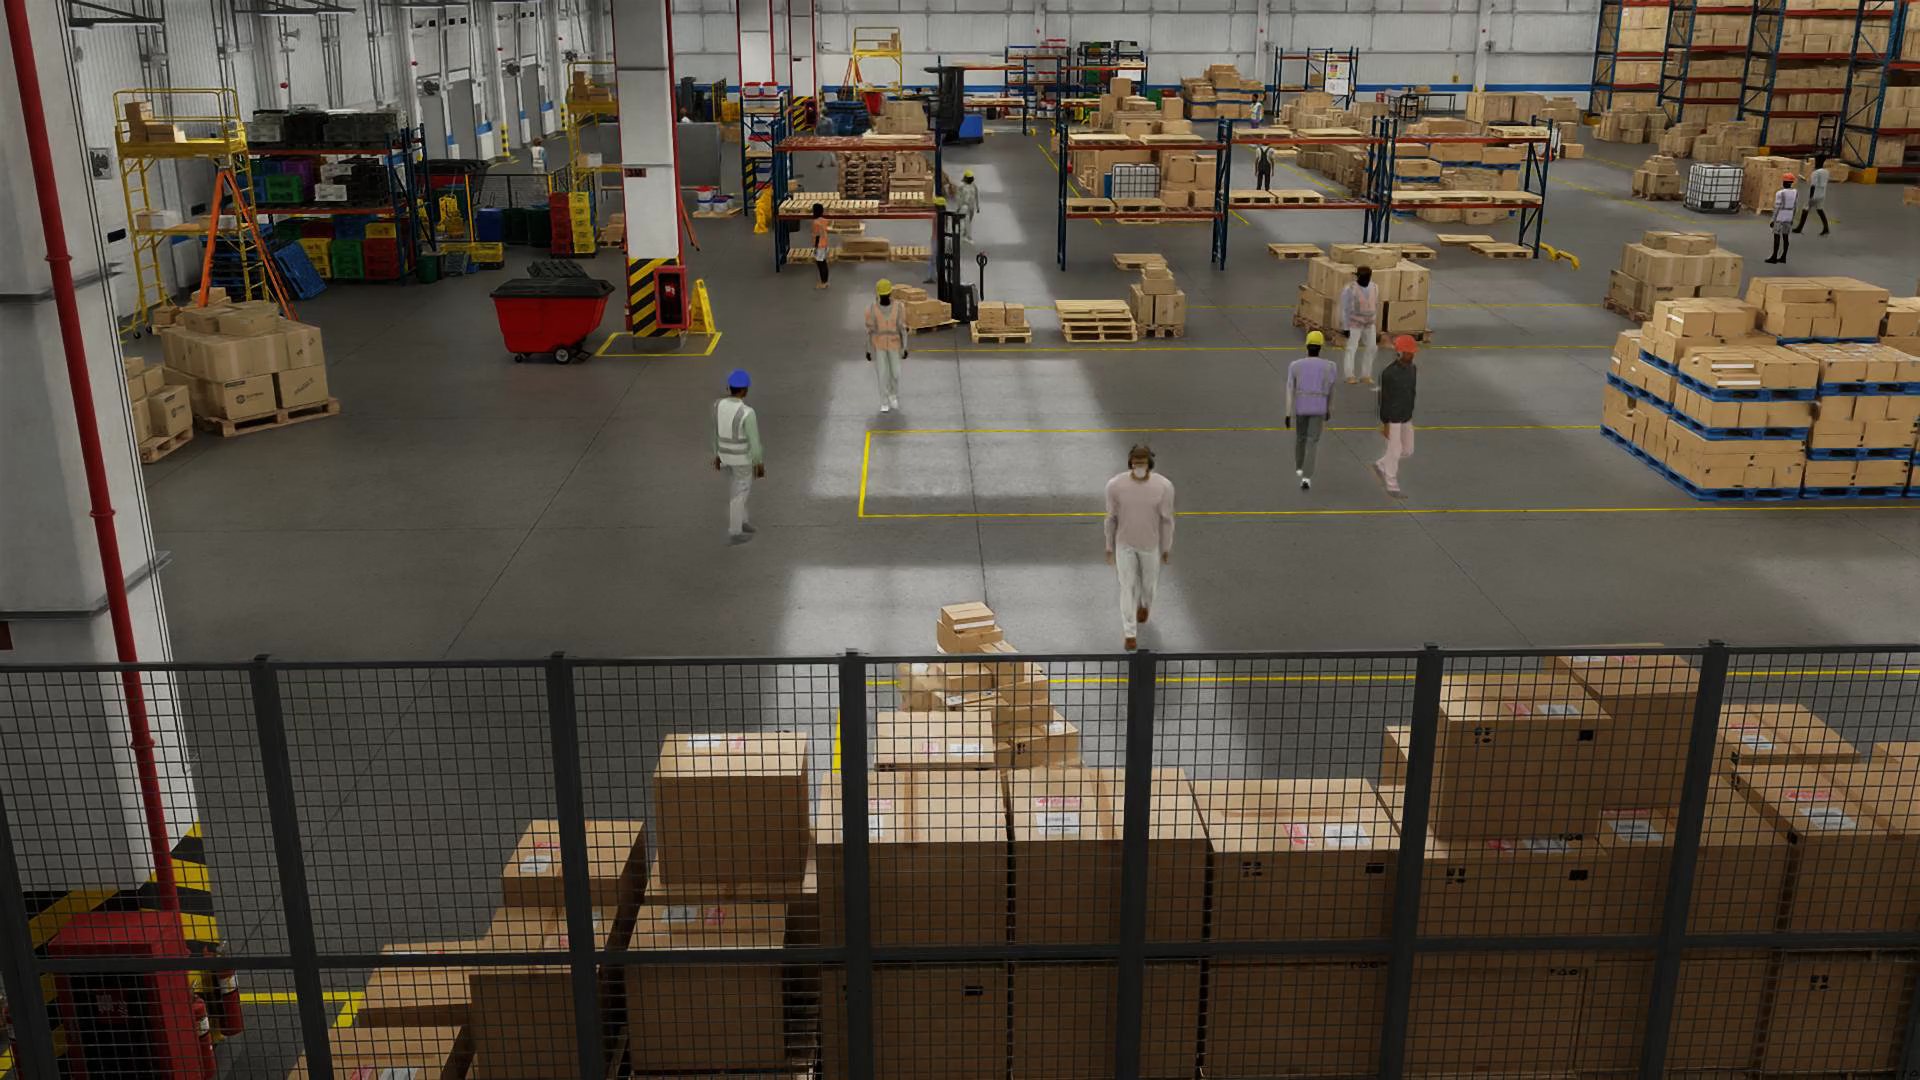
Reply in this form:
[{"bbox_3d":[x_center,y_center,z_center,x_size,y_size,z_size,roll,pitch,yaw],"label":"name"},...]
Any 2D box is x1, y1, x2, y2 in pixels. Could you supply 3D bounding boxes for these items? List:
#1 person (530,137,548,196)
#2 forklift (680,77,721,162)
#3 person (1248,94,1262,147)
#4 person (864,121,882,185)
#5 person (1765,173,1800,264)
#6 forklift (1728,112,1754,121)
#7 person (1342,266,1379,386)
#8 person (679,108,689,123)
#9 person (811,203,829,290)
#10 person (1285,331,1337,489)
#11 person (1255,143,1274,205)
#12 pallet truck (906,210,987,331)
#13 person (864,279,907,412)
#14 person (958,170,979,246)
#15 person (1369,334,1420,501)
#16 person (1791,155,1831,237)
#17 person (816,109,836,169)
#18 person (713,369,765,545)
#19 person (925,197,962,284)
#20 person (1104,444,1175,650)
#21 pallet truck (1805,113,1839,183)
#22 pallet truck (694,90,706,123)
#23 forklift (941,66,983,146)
[{"bbox_3d":[-11.944,-10.583,47.178,0.515,1.641,0.315,9,20,24],"label":"person"},{"bbox_3d":[-8.944,-13.866,55.007,1.873,2.768,1.129,-1,19,-1],"label":"forklift"},{"bbox_3d":[10.869,-15.434,61.161,0.388,1.910,0.590,-6,19,-16],"label":"person"},{"bbox_3d":[-2.610,-11.570,49.735,1.015,1.886,0.649,10,21,28],"label":"person"},{"bbox_3d":[17.774,-6.949,35.938,0.546,1.938,0.361,-5,19,-13],"label":"person"},{"bbox_3d":[28.682,-15.409,59.582,1.873,2.768,1.129,-1,19,-1],"label":"forklift"},{"bbox_3d":[6.065,-3.206,25.011,0.650,1.819,0.638,-7,20,-20],"label":"person"},{"bbox_3d":[-9.068,-13.257,54.740,0.380,1.882,0.578,2,19,7],"label":"person"},{"bbox_3d":[-2.781,-5.825,32.972,0.317,1.696,0.540,4,19,12],"label":"person"},{"bbox_3d":[4.234,-1.593,20.157,0.575,1.874,1.013,6,20,17],"label":"person"},{"bbox_3d":[8.304,-10.082,45.378,0.516,1.842,0.326,7,20,20],"label":"person"},{"bbox_3d":[-0.493,-4.759,29.349,1.885,1.965,0.823,-13,23,-34],"label":"pallet truck"},{"bbox_3d":[-1.047,-2.742,23.492,0.611,1.907,0.456,-3,19,-9],"label":"person"},{"bbox_3d":[0.187,-7.761,38.711,0.497,1.701,0.878,-8,20,-21],"label":"person"},{"bbox_3d":[5.120,-1.463,19.597,0.623,1.976,0.573,-14,23,-36],"label":"person"},{"bbox_3d":[20.528,-8.234,39.780,0.623,1.926,0.997,-9,21,-24],"label":"person"},{"bbox_3d":[-4.393,-13.086,54.253,0.617,1.882,1.068,15,24,37],"label":"person"},{"bbox_3d":[-2.333,-0.912,18.039,0.652,1.926,0.643,17,25,41],"label":"person"},{"bbox_3d":[-0.332,-6.032,33.538,0.838,1.734,0.539,1,19,3],"label":"person"},{"bbox_3d":[1.637,0.025,15.282,0.633,1.921,0.690,2,19,6],"label":"person"},{"bbox_3d":[26.403,-11.957,50.702,0.823,1.965,1.885,6,19,16],"label":"pallet truck"},{"bbox_3d":[-9.671,-15.907,62.421,0.823,1.965,1.885,5,19,15],"label":"pallet truck"},{"bbox_3d":[-0.165,-16.070,61.545,1.873,2.768,1.129,-10,21,-26],"label":"forklift"}]
